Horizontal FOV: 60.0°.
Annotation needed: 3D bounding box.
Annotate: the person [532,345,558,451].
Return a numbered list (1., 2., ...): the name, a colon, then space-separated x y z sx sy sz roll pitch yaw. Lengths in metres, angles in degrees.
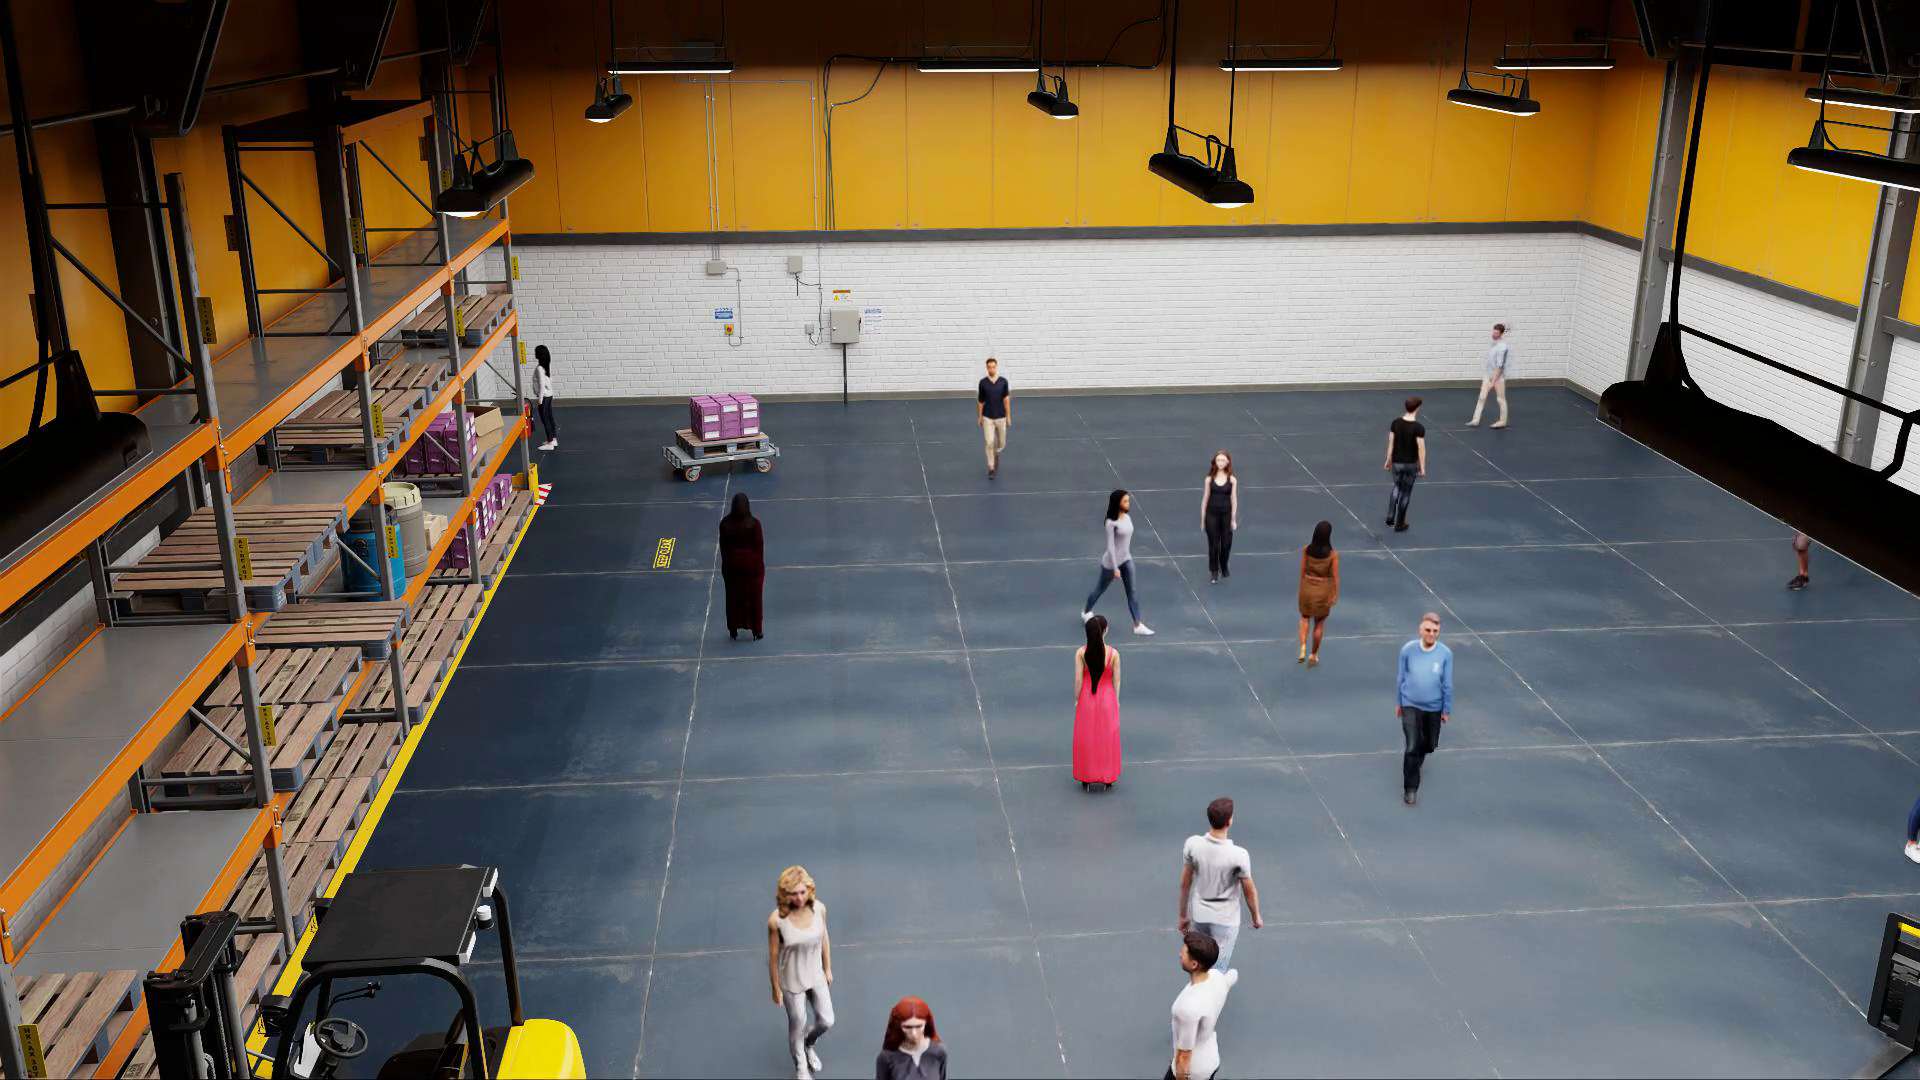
1. person: -6.701 -2.311 26.837 0.695 1.701 0.511 0 19 0

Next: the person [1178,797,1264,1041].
1. person: 1.751 2.739 11.687 1.140 1.798 1.241 13 23 35

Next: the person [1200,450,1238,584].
1. person: 3.251 -0.315 20.855 0.677 1.735 0.740 3 19 8

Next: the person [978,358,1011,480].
1. person: 0.517 -1.876 25.338 0.648 1.833 1.007 -1 19 -3

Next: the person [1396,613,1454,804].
1. person: 4.278 1.492 15.402 0.902 1.790 1.167 5 19 15

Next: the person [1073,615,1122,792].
1. person: 1.272 1.516 15.425 0.653 1.730 0.625 2 19 4

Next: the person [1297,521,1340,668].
1. person: 3.871 0.622 18.162 0.721 1.679 0.768 8 20 23

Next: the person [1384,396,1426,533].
1. person: 6.022 -1.013 22.693 0.858 1.885 0.918 15 24 37

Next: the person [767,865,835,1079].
1. person: -1.106 2.932 11.337 0.707 1.657 0.717 -10 21 -27

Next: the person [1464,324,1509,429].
1. person: 9.044 -2.736 27.937 0.855 1.803 1.021 -2 19 -7

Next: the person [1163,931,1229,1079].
1. person: 1.506 3.234 10.173 1.154 1.827 1.139 12 22 31

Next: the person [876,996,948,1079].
1. person: -0.295 3.412 9.767 0.597 1.748 0.980 -2 19 -5

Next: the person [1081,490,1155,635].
1. person: 1.715 0.268 19.204 1.222 1.684 1.121 16 25 40

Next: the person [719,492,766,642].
1. person: -2.480 0.304 18.986 0.707 1.756 0.664 2 19 7

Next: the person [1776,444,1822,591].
1. person: 10.592 -0.300 20.633 0.825 1.849 0.659 -6 20 -18
